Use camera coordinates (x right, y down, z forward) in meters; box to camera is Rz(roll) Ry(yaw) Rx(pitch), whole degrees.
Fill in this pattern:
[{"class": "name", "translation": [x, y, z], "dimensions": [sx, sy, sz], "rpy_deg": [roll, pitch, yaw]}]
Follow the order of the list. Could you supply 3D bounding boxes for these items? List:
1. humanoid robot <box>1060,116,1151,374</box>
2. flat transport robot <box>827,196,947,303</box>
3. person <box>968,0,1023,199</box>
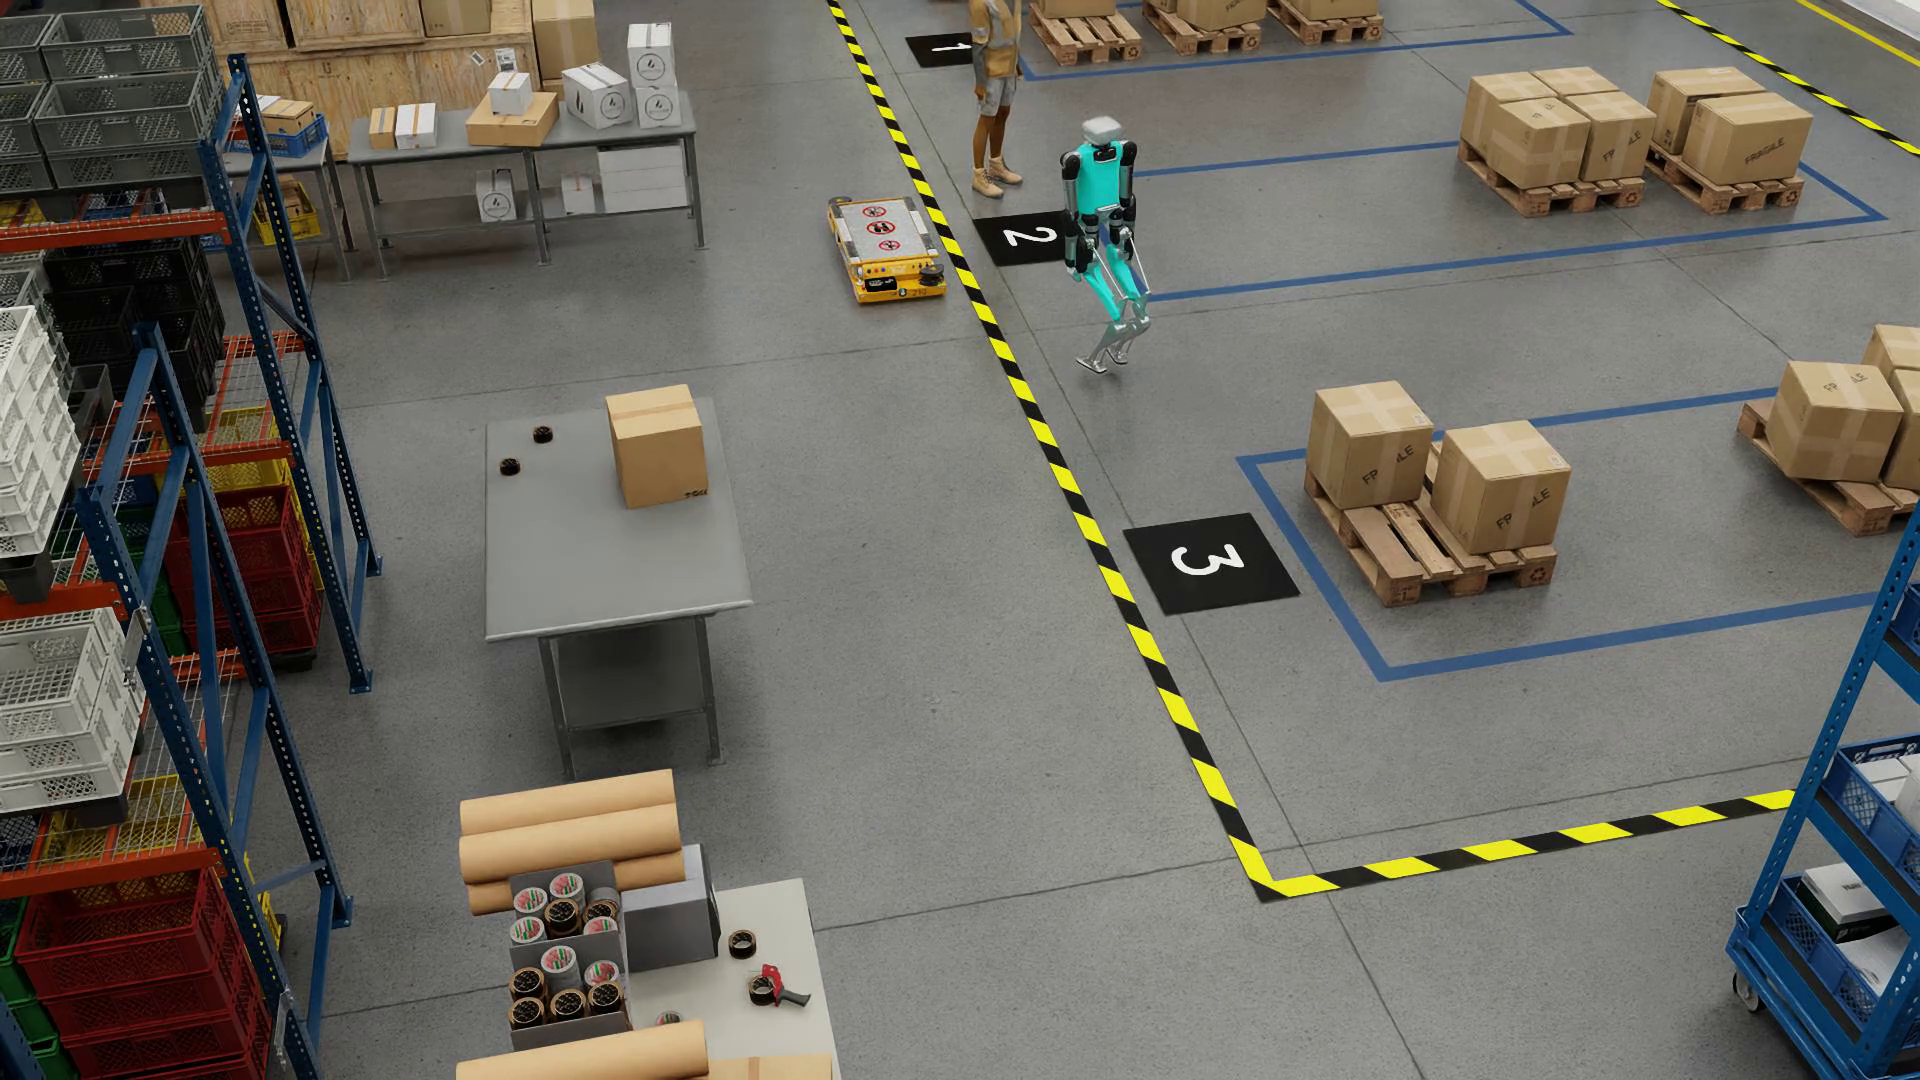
[{"class": "humanoid robot", "translation": [0.994, -1.816, 10.655], "dimensions": [0.533, 1.673, 0.735], "rpy_deg": [-18, 40, -22]}, {"class": "flat transport robot", "translation": [-0.570, -2.220, 12.538], "dimensions": [0.659, 0.231, 1.431], "rpy_deg": [-8, 37, -10]}, {"class": "person", "translation": [0.328, -3.702, 13.055], "dimensions": [0.398, 2.029, 0.613], "rpy_deg": [21, 42, 26]}]
